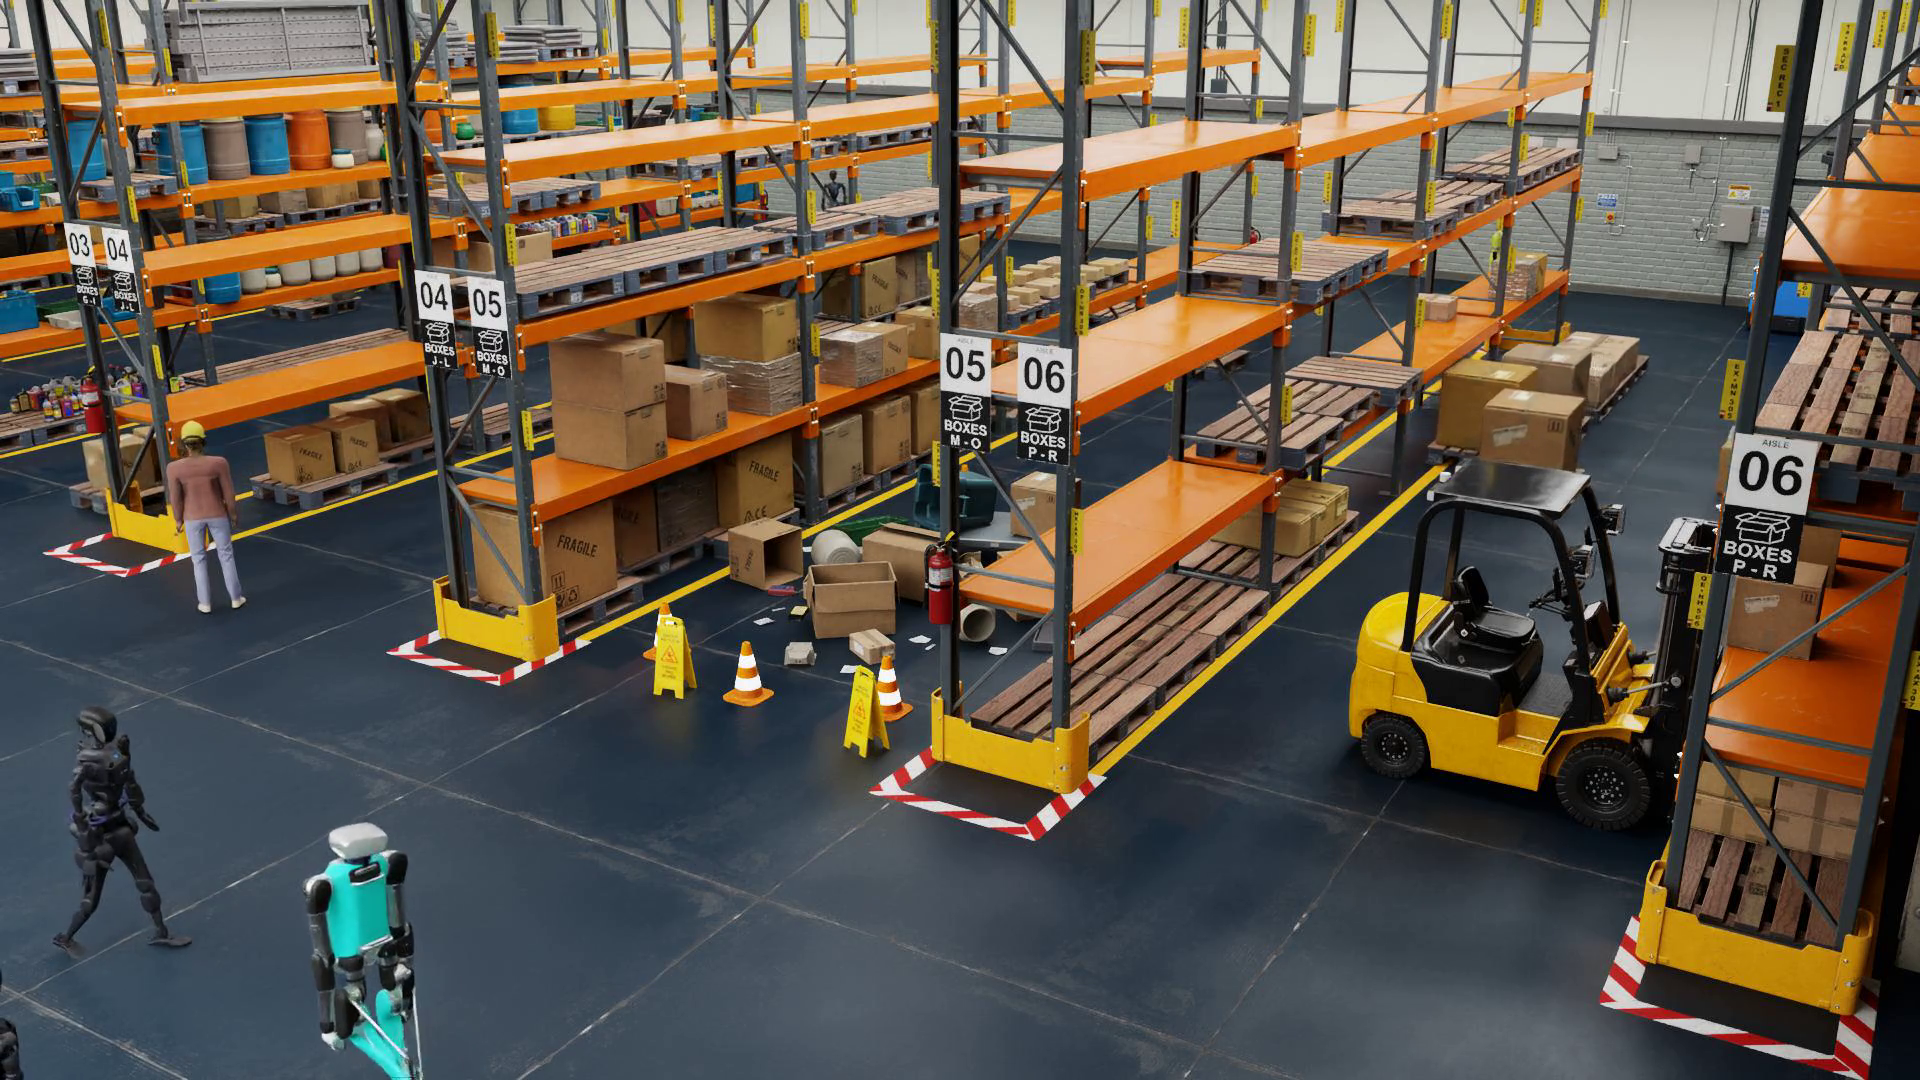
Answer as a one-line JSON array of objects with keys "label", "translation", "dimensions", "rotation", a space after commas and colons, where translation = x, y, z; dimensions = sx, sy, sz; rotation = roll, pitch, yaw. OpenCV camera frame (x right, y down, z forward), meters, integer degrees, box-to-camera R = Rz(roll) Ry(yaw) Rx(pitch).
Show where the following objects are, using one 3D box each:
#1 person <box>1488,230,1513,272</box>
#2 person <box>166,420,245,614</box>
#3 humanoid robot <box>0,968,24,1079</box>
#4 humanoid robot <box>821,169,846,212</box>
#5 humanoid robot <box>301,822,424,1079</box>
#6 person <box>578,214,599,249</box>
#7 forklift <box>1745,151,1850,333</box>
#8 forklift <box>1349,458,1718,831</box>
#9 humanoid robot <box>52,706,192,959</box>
[{"label": "person", "translation": [8.978, -4.581, 27.670], "dimensions": [0.322, 1.696, 0.534], "rotation": [17, 25, 40]}, {"label": "person", "translation": [-6.769, -0.207, 14.924], "dimensions": [0.532, 1.764, 0.328], "rotation": [-9, 21, -24]}, {"label": "humanoid robot", "translation": [-4.185, 2.555, 7.094], "dimensions": [0.587, 1.646, 0.408], "rotation": [9, 21, 24]}, {"label": "humanoid robot", "translation": [-2.555, -6.733, 33.958], "dimensions": [0.598, 1.639, 0.671], "rotation": [-10, 21, -26]}, {"label": "humanoid robot", "translation": [-2.648, 2.255, 7.886], "dimensions": [0.908, 1.771, 0.598], "rotation": [13, 23, 32]}, {"label": "person", "translation": [-6.855, -5.548, 30.371], "dimensions": [0.790, 1.752, 0.595], "rotation": [-15, 24, -37]}, {"label": "forklift", "translation": [13.620, -4.667, 26.137], "dimensions": [1.873, 2.768, 1.129], "rotation": [11, 22, 29]}, {"label": "forklift", "translation": [3.988, 0.658, 11.776], "dimensions": [2.313, 2.155, 1.214], "rotation": [11, 22, 29]}, {"label": "humanoid robot", "translation": [-5.006, 1.677, 9.696], "dimensions": [0.765, 1.616, 0.605], "rotation": [3, 19, 7]}]
